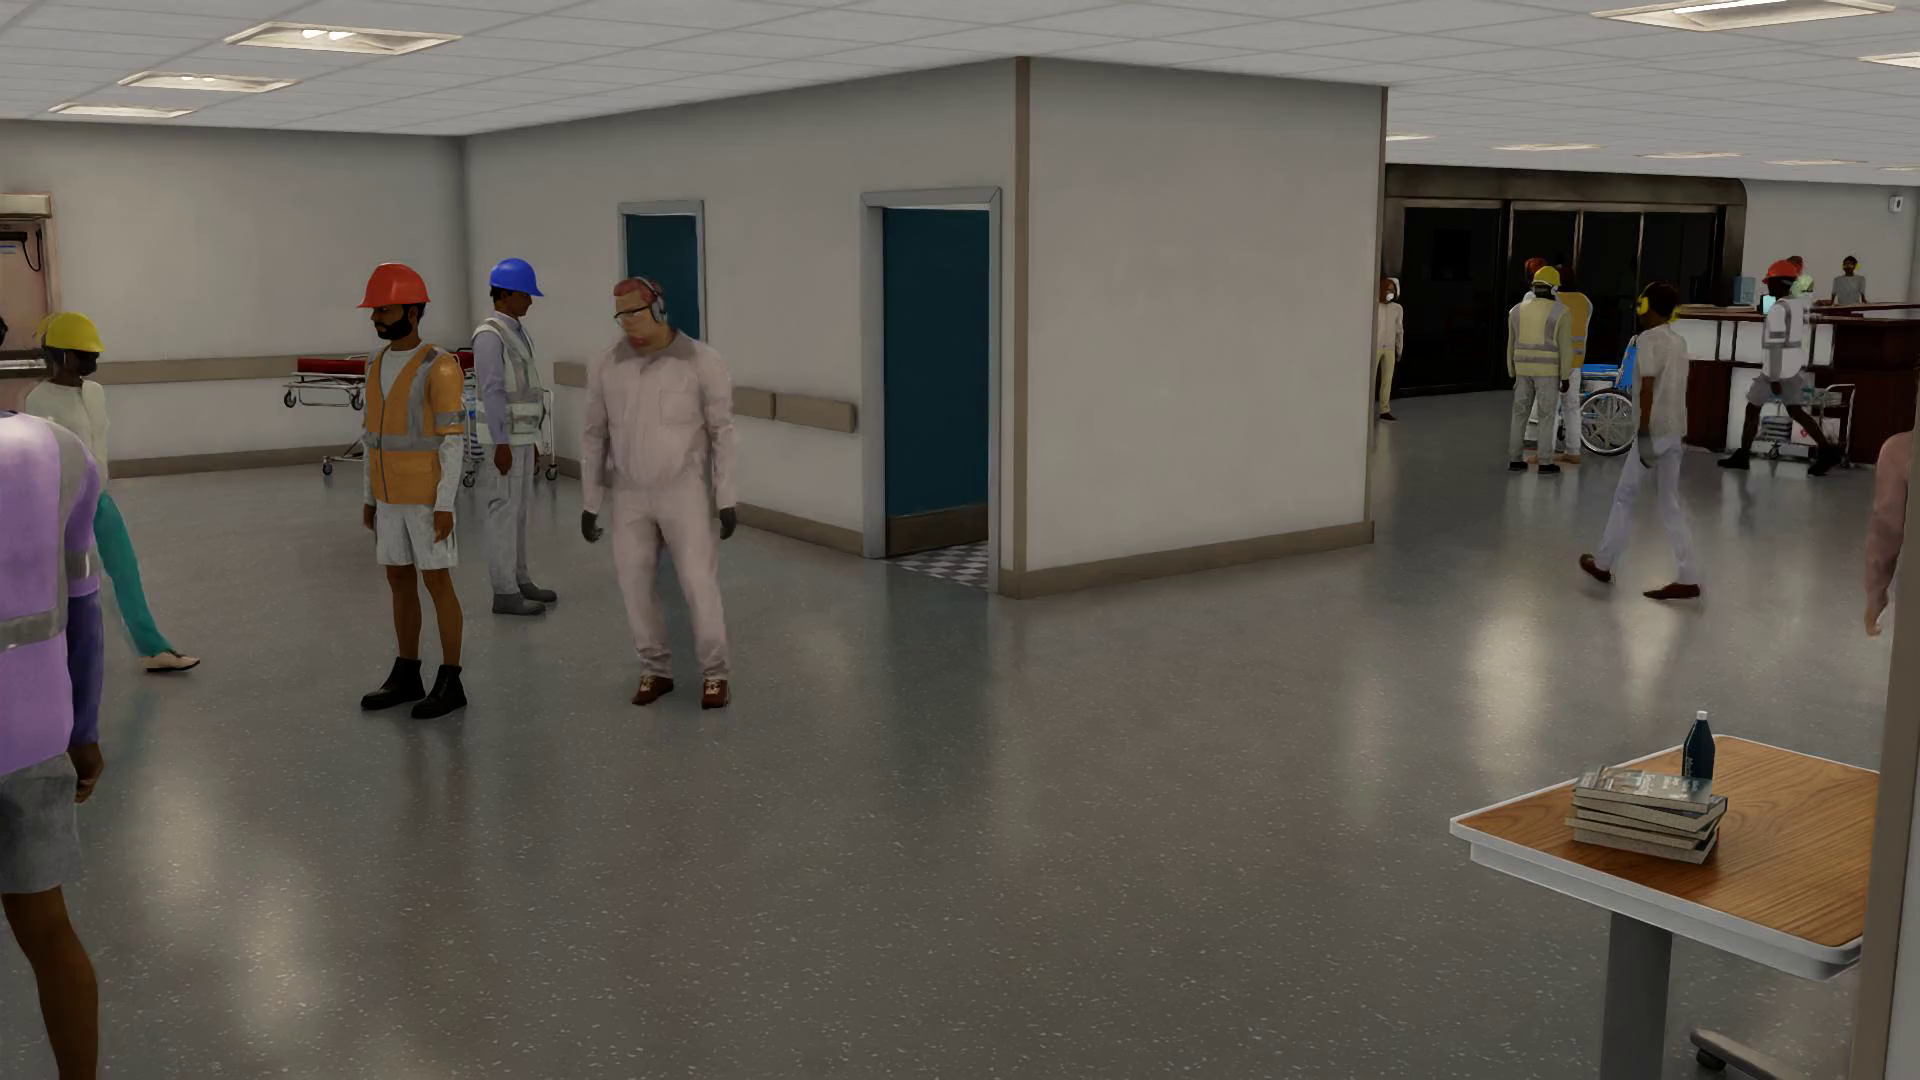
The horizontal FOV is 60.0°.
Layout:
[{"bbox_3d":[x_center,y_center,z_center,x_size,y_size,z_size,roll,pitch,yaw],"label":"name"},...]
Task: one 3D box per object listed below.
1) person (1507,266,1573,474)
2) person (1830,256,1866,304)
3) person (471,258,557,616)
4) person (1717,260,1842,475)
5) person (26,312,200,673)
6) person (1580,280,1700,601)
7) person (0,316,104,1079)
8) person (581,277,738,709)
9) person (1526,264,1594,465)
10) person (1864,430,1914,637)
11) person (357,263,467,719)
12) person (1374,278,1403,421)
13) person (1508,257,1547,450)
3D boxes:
[{"bbox_3d":[5.114,-1.494,14.675,0.403,1.824,0.598,-9,14,-42],"label":"person"},{"bbox_3d":[14.193,-3.632,26.654,1.002,1.820,0.548,-9,13,-40],"label":"person"},{"bbox_3d":[-2.457,-0.566,9.134,0.394,1.942,0.601,0,10,-1],"label":"person"},{"bbox_3d":[7.281,-1.510,14.620,0.537,1.891,1.004,-8,13,-38],"label":"person"},{"bbox_3d":[-4.105,-0.196,7.717,0.927,1.708,0.532,2,10,10],"label":"person"},{"bbox_3d":[3.966,-0.580,9.594,0.573,1.802,0.839,-6,12,-30],"label":"person"},{"bbox_3d":[-2.043,0.413,3.422,0.407,2.029,0.613,3,11,18],"label":"person"},{"bbox_3d":[-1.313,-0.196,7.282,0.688,1.873,0.401,2,10,11],"label":"person"},{"bbox_3d":[5.481,-1.596,15.228,0.625,1.832,0.431,-5,11,-26],"label":"person"},{"bbox_3d":[3.293,0.189,5.472,0.558,1.741,0.550,6,12,31],"label":"person"},{"bbox_3d":[-2.361,-0.205,7.122,0.544,1.939,0.354,6,12,29],"label":"person"},{"bbox_3d":[4.814,-2.159,18.955,0.504,1.627,0.285,-3,10,-14],"label":"person"},{"bbox_3d":[5.634,-1.820,16.319,0.362,1.883,0.576,9,13,40],"label":"person"}]
